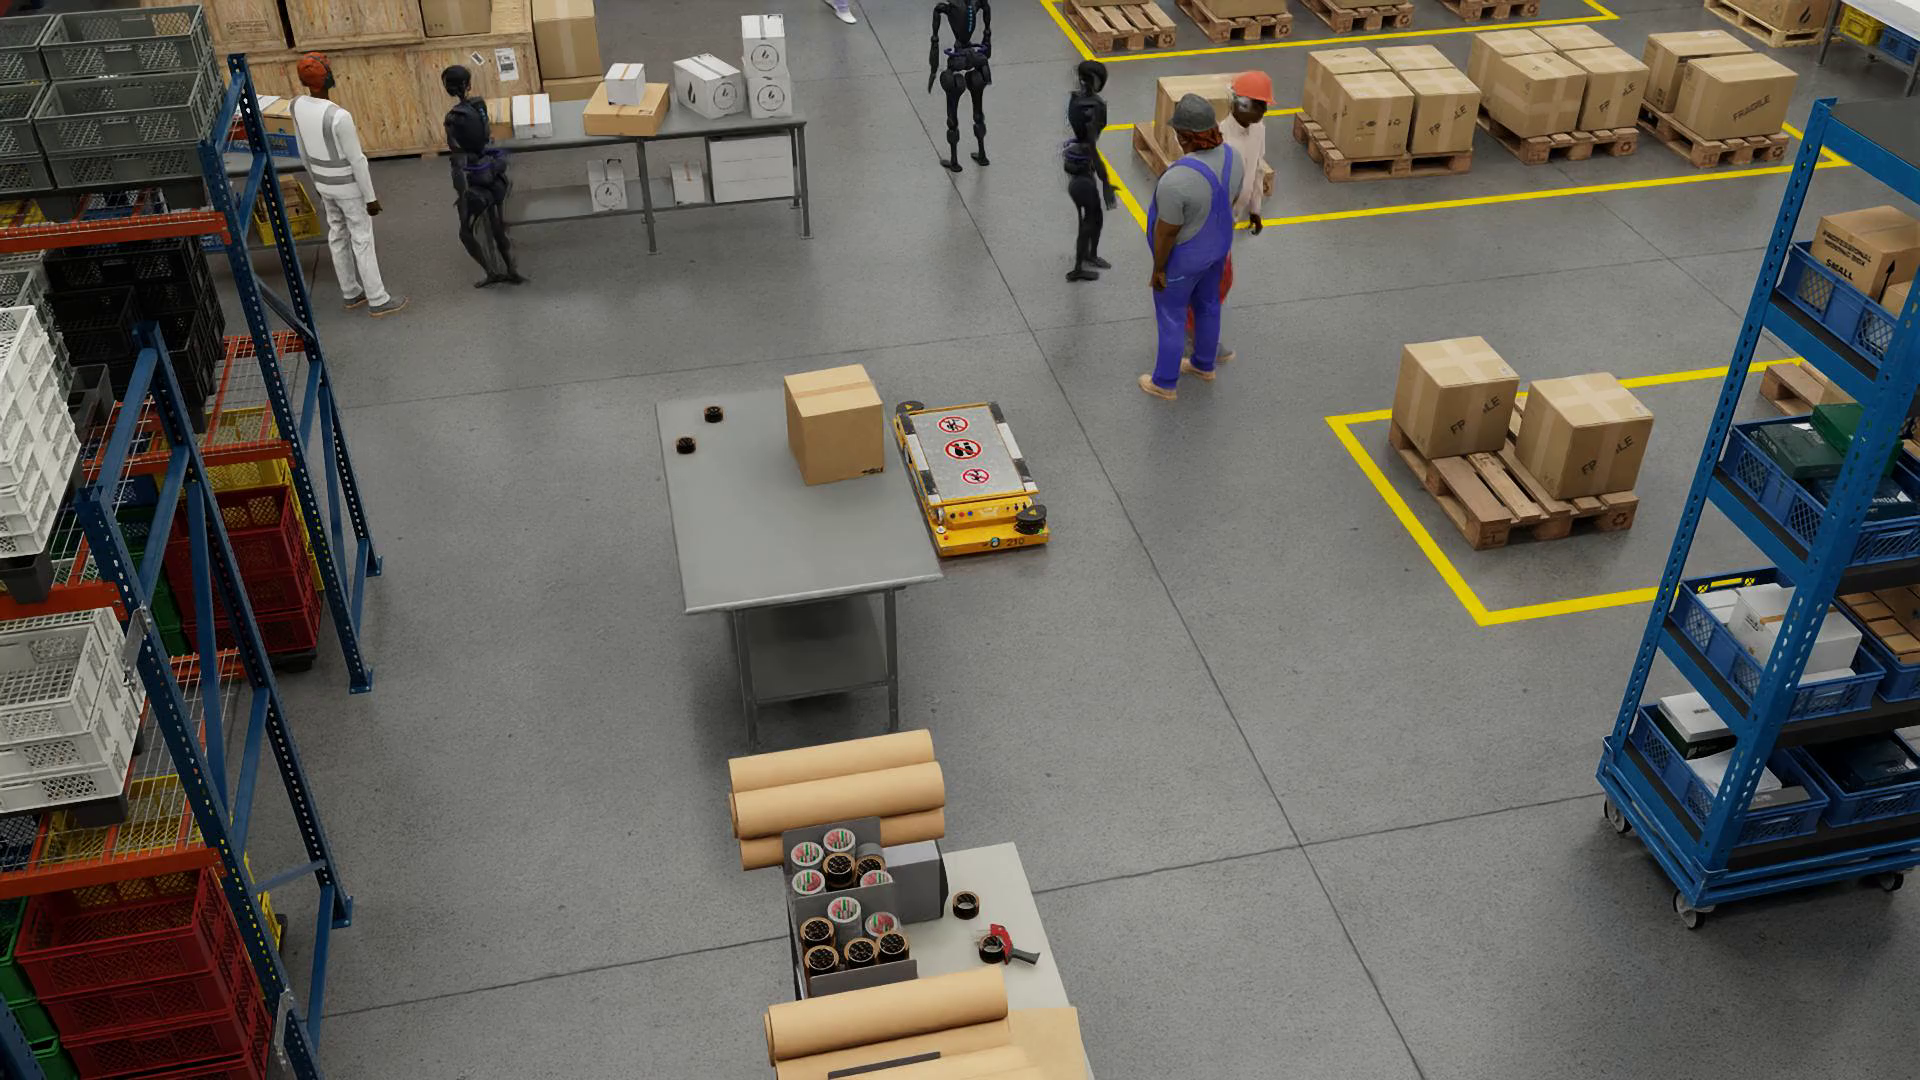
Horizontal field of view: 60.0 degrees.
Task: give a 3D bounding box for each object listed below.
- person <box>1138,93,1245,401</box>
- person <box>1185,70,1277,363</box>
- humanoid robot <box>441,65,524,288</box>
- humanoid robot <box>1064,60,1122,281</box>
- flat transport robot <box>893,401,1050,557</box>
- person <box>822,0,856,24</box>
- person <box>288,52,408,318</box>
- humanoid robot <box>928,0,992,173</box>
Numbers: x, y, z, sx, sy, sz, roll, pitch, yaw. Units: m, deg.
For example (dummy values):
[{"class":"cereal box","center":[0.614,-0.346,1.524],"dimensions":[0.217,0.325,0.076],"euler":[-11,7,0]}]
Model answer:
[{"class":"person","center":[1.429,-1.871,10.586],"dimensions":[0.681,2.000,0.535],"euler":[-27,44,-31]},{"class":"person","center":[1.760,-2.136,11.012],"dimensions":[0.637,1.953,0.644],"euler":[24,43,29]},{"class":"humanoid robot","center":[-3.428,-2.558,11.809],"dimensions":[0.430,1.640,0.618],"euler":[10,38,13]},{"class":"humanoid robot","center":[0.966,-2.658,11.945],"dimensions":[0.429,1.639,0.573],"euler":[4,37,5]},{"class":"flat transport robot","center":[0.046,-0.430,10.108],"dimensions":[0.652,0.197,1.431],"euler":[-8,37,-10]},{"class":"person","center":[-1.206,-6.078,16.344],"dimensions":[0.512,1.915,0.595],"euler":[30,46,34]},{"class":"person","center":[-4.246,-2.429,11.466],"dimensions":[0.582,1.882,0.351],"euler":[20,41,24]},{"class":"humanoid robot","center":[0.021,-3.848,13.544],"dimensions":[0.569,1.651,0.331],"euler":[-18,40,-23]}]
